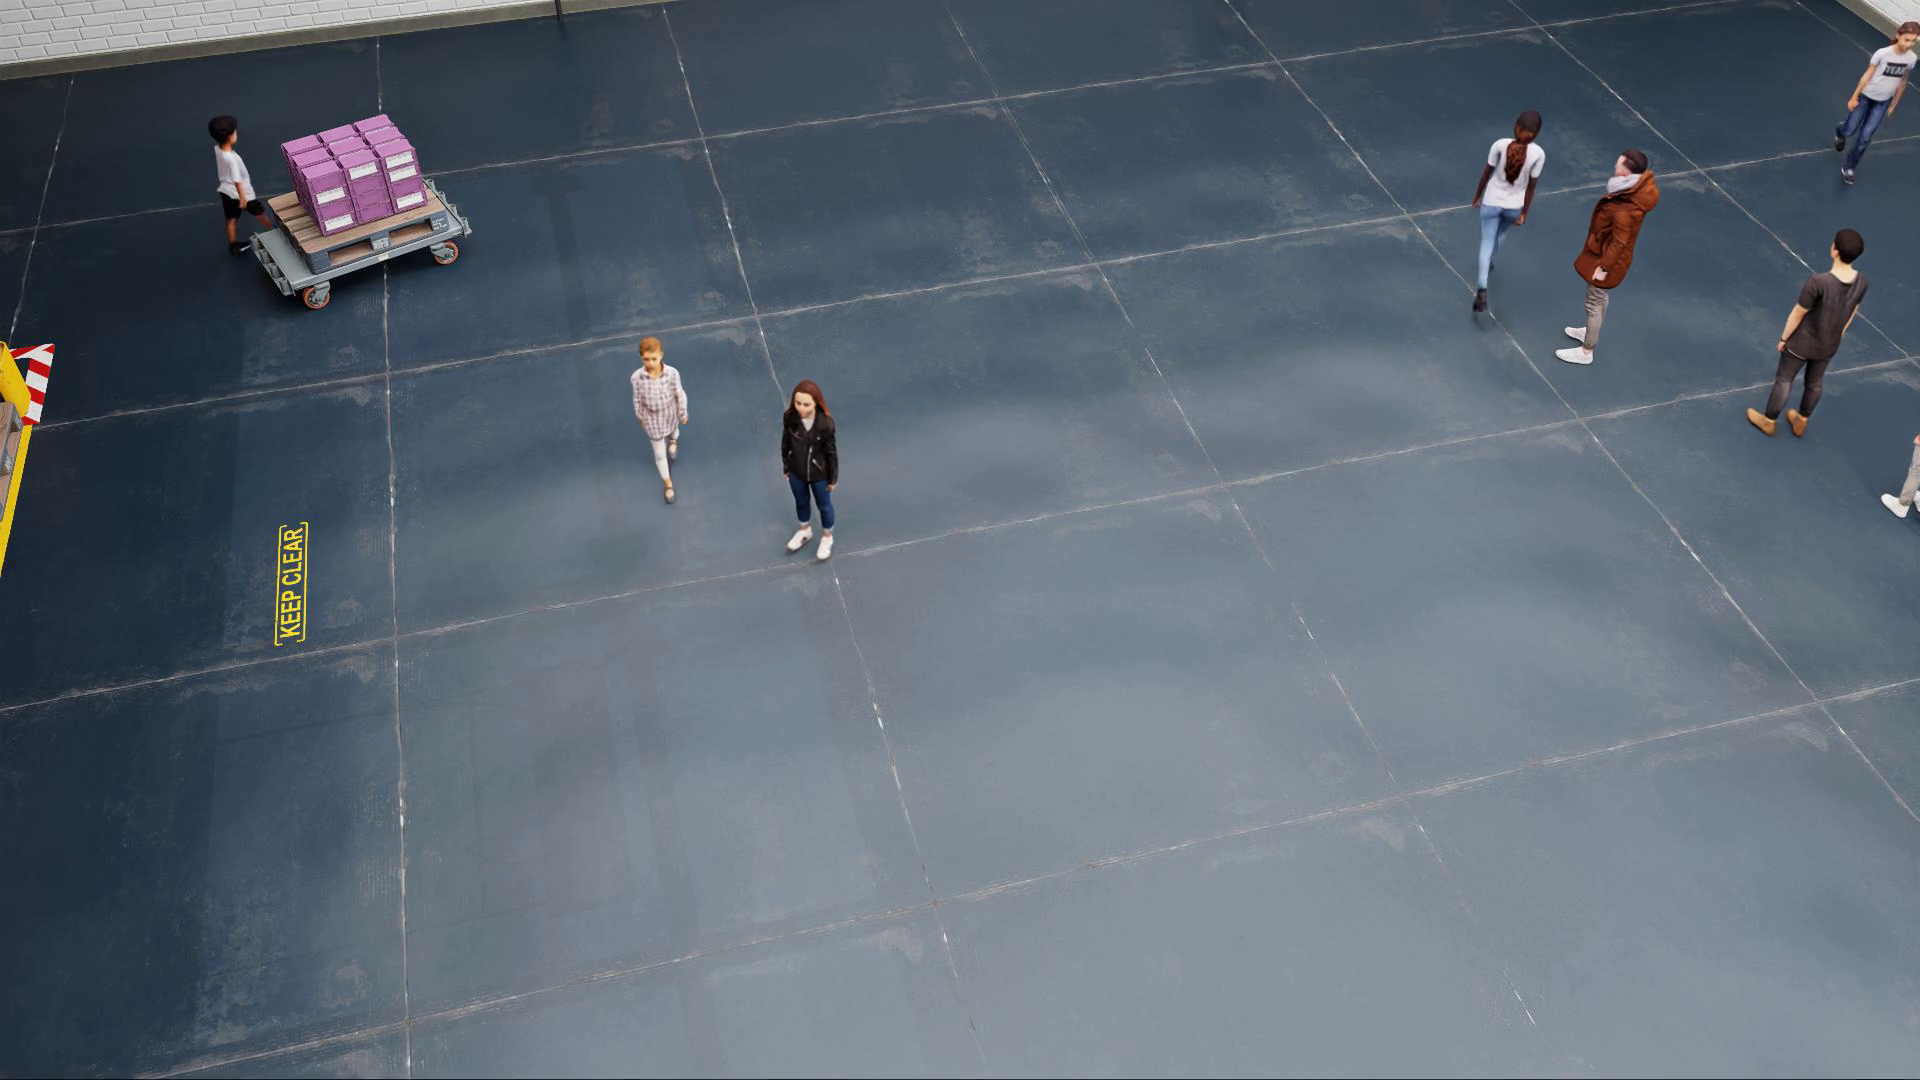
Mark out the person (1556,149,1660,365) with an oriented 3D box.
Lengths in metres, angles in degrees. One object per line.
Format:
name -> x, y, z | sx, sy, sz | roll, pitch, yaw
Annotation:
person -> 5.052, -2.203, 12.936 | 0.897, 1.838, 0.835 | 20, 47, 20

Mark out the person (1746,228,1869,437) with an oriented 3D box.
person -> 6.333, -1.504, 12.297 | 0.682, 1.708, 0.640 | 0, 44, 0

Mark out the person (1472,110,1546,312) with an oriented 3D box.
person -> 4.403, -2.645, 13.517 | 0.994, 1.676, 1.239 | 9, 44, 9

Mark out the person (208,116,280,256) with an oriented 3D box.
person -> -6.230, -2.975, 14.186 | 0.835, 1.230, 0.844 | 28, 50, 26

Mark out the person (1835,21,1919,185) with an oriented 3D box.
person -> 8.271, -4.037, 15.078 | 0.782, 1.539, 0.946 | 6, 44, 7

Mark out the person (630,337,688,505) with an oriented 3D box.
person -> -2.162, -0.955, 12.025 | 0.574, 1.288, 0.937 | -8, 44, -8

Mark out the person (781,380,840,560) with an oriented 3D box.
person -> -1.025, -0.508, 11.413 | 0.645, 1.484, 0.679 | 14, 45, 14
